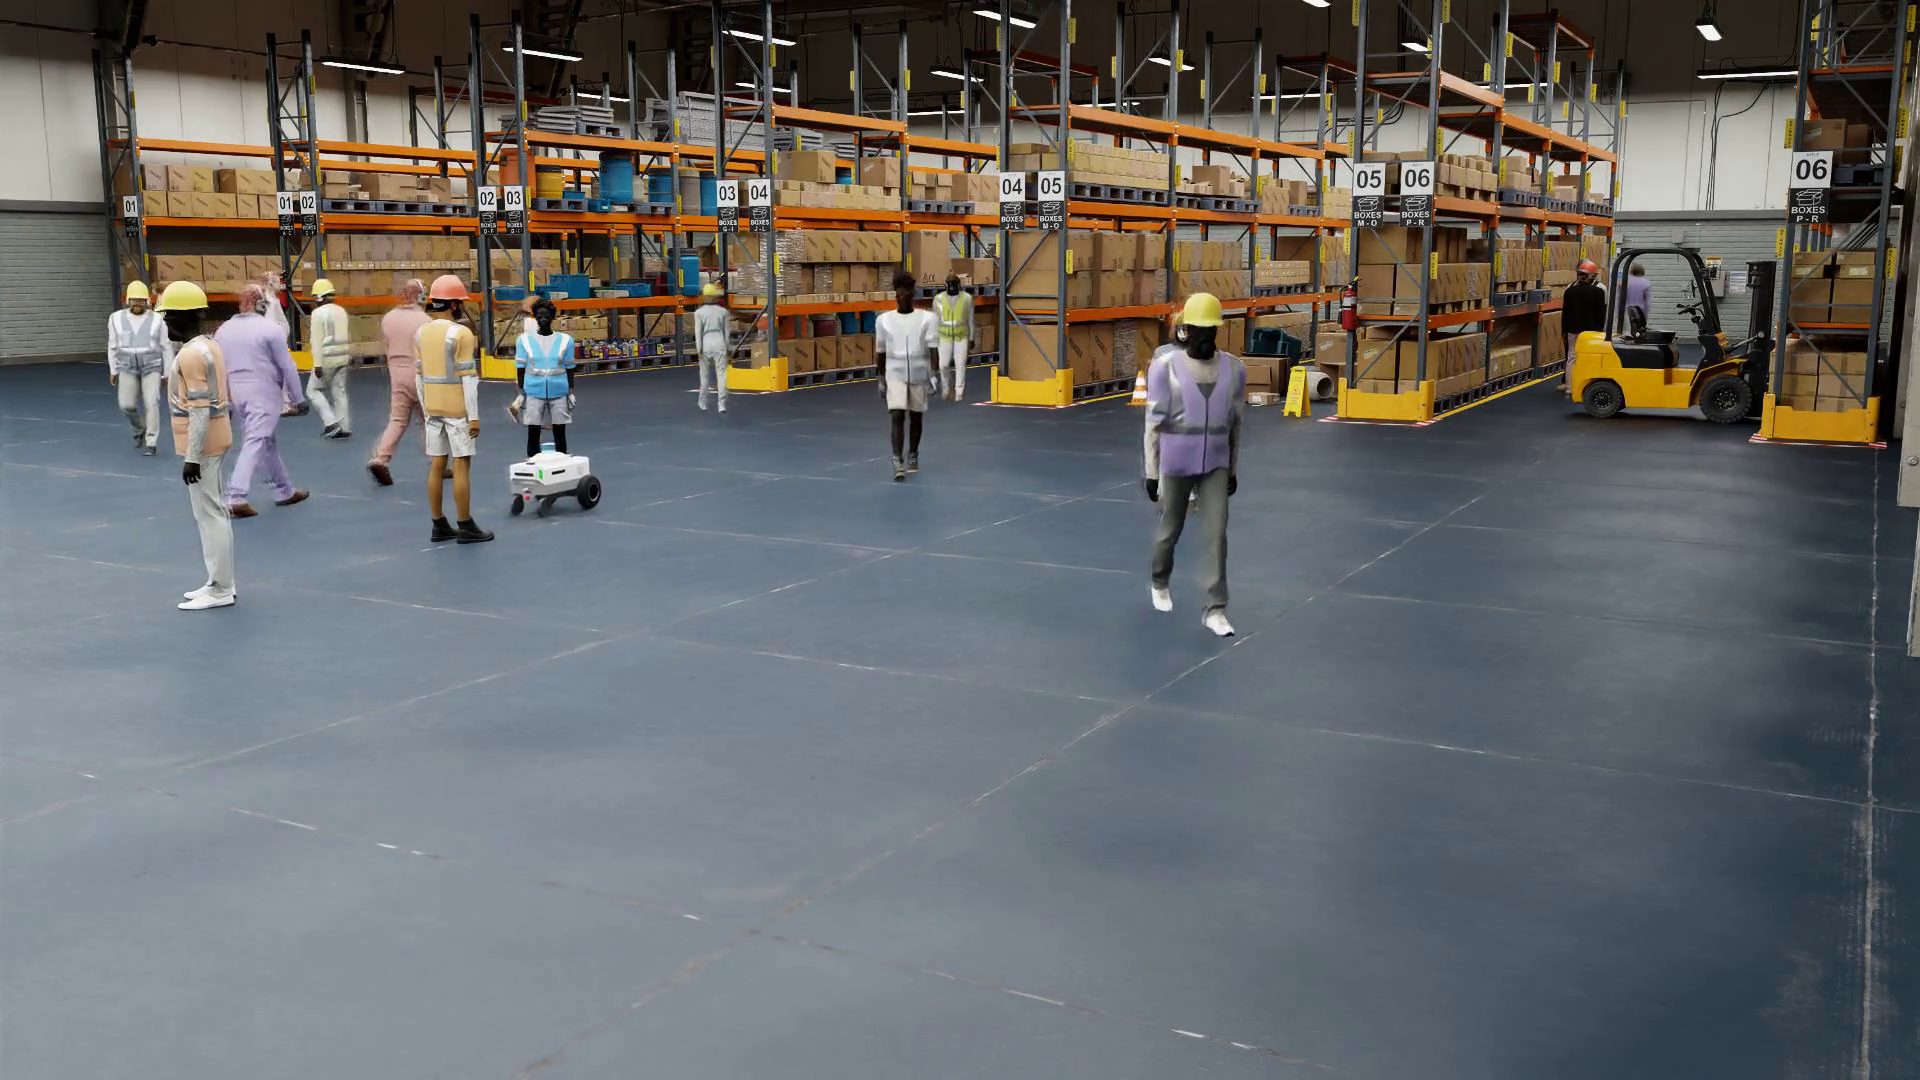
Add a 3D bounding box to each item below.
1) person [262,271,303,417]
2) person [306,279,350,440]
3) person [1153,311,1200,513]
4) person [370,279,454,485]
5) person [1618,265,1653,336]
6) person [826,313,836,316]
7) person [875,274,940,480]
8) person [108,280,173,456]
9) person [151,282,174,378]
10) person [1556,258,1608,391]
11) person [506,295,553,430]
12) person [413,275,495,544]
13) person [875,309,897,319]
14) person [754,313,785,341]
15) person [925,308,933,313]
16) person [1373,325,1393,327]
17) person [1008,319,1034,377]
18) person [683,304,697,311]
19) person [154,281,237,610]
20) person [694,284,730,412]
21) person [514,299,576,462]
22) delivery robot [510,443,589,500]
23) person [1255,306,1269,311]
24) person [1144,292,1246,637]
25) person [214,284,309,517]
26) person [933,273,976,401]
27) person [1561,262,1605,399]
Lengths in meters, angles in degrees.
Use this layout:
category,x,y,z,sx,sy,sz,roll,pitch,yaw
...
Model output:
category,x,y,z,sx,sy,sz,roll,pitch,yaw
person,-8.870,-2.499,21.317,0.685,1.887,0.652,-4,10,-20
person,-7.076,-2.008,18.649,0.437,1.813,0.628,3,10,15
person,1.796,-1.032,13.474,0.500,1.633,0.283,1,10,7
person,-5.022,-1.443,15.180,0.639,1.877,0.906,4,11,23
person,13.722,-4.633,33.819,0.648,1.887,1.011,5,11,28
person,-3.424,-6.274,43.596,0.535,1.839,0.806,3,10,17
person,-0.491,-1.536,15.629,0.608,1.915,0.992,-1,10,-4
person,-8.521,-1.784,17.318,0.619,1.819,0.422,-3,10,-17
person,-13.510,-3.539,28.151,0.375,1.625,0.546,-5,11,-25
person,9.498,-3.283,25.458,0.537,2.000,0.682,-9,13,-43
person,-5.108,-2.102,19.764,0.493,1.617,0.514,-3,10,-18
person,-3.680,-0.940,12.043,0.547,1.938,0.377,5,11,29
person,-1.348,-4.624,33.755,0.657,1.881,1.024,4,10,21
person,-3.317,-3.692,28.893,0.541,1.682,0.364,4,10,21
person,-0.496,-4.896,35.862,0.527,1.722,0.859,0,10,1
person,7.400,-3.824,28.686,0.614,2.022,0.854,7,12,35
person,0.993,-3.653,28.194,0.566,1.847,0.390,0,10,2
person,-6.994,-6.208,43.024,0.593,1.895,0.841,8,13,40
person,-4.494,-0.553,9.809,0.366,1.926,0.592,-3,10,-17
person,-3.308,-2.562,22.242,0.484,1.696,0.917,-3,10,-16
person,-3.678,-1.289,14.791,0.533,1.697,0.319,-3,10,-17
delivery robot,-3.325,-0.544,13.494,0.477,0.478,0.707,4,10,22
person,6.620,-5.100,36.540,0.668,1.889,0.630,7,12,36
person,1.304,-0.460,9.402,0.599,1.884,0.959,-2,10,-12
person,-5.677,-1.135,13.462,0.635,1.855,1.040,4,11,23
person,-0.086,-2.882,23.761,0.634,1.827,0.453,1,10,4
person,9.044,-3.033,24.141,0.612,1.991,0.392,9,13,41
